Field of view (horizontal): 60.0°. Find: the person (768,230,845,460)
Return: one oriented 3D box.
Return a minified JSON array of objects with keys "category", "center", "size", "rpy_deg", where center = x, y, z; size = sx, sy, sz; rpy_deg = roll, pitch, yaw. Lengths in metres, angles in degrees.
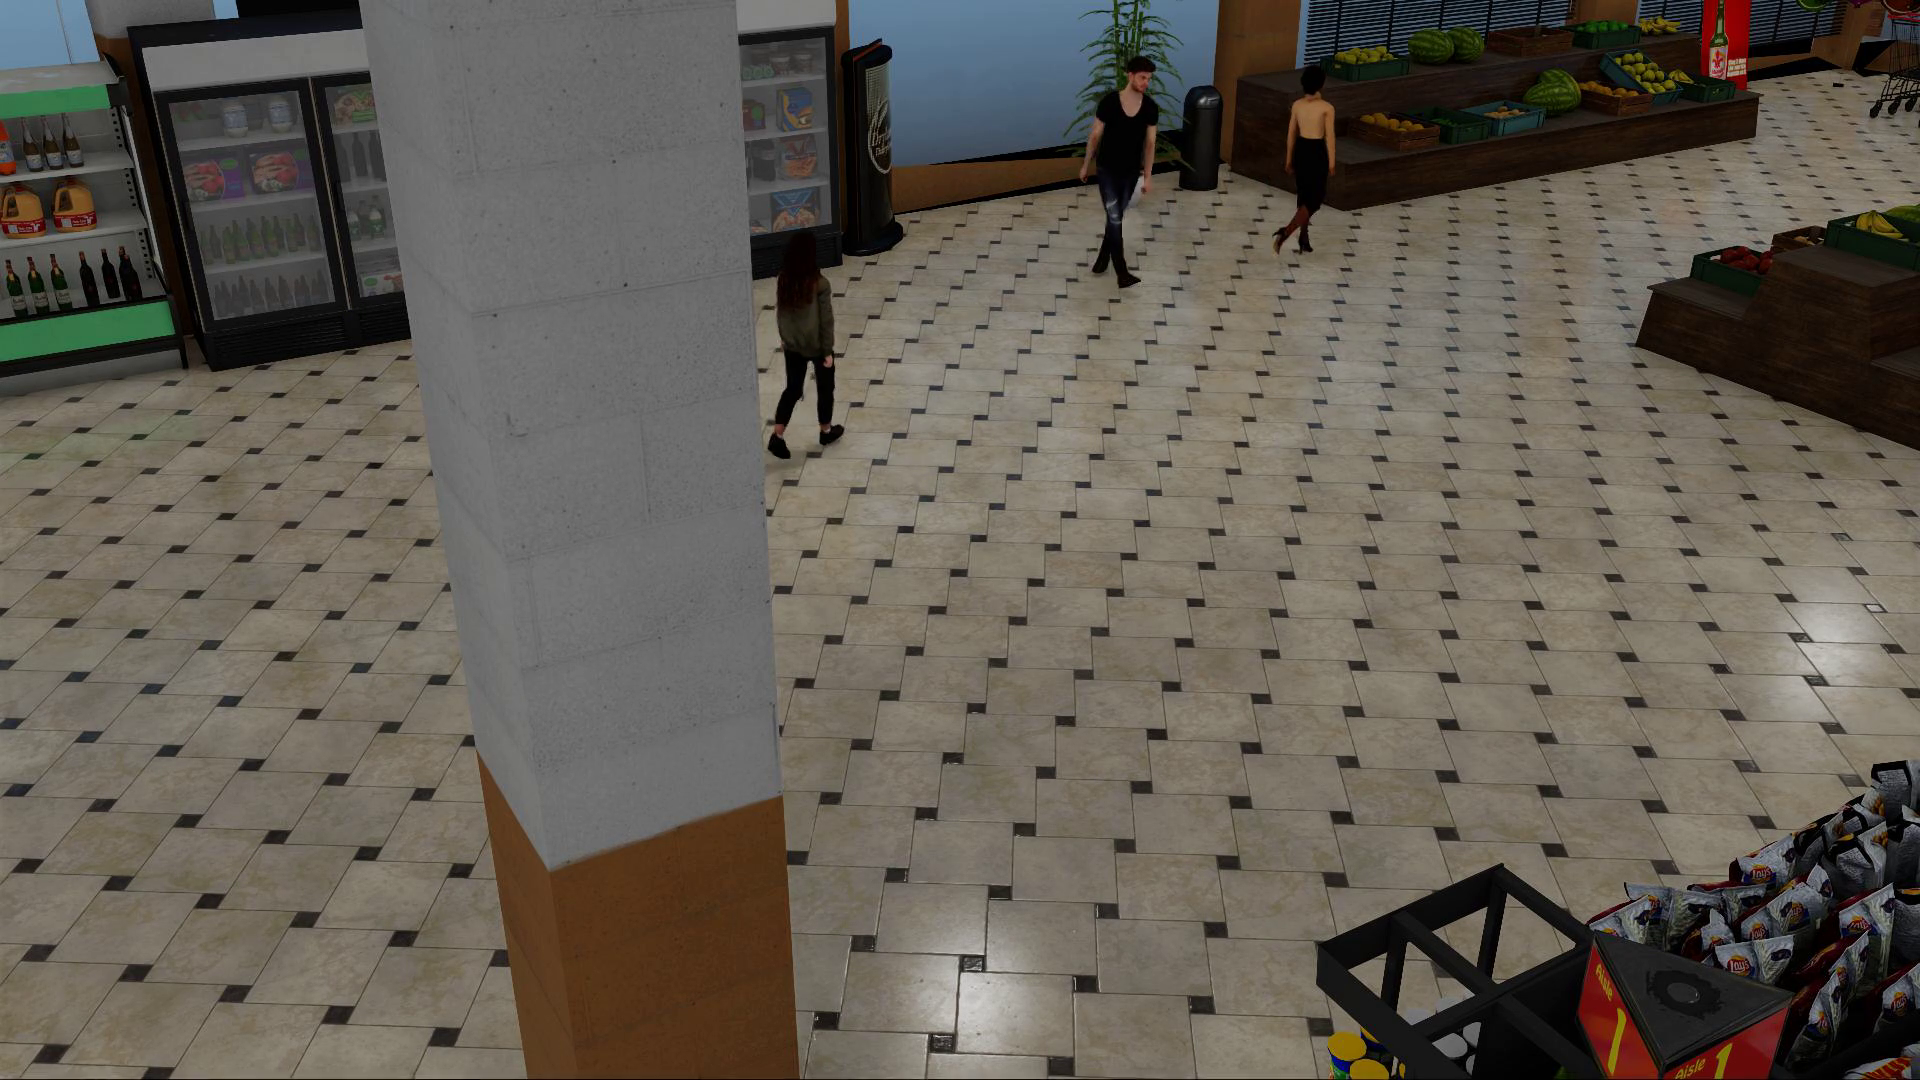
[{"category":"person","center":[-1.002,-1.194,10.418],"size":[0.889,1.452,1.041],"rpy_deg":[14,30,25]}]

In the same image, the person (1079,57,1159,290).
[{"category":"person","center":[1.259,-3.000,13.560],"size":[1.254,1.831,1.090],"rpy_deg":[-1,27,-2]}]

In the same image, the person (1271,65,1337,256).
[{"category":"person","center":[2.917,-3.147,14.070],"size":[0.981,1.632,0.706],"rpy_deg":[-24,36,-39]}]
